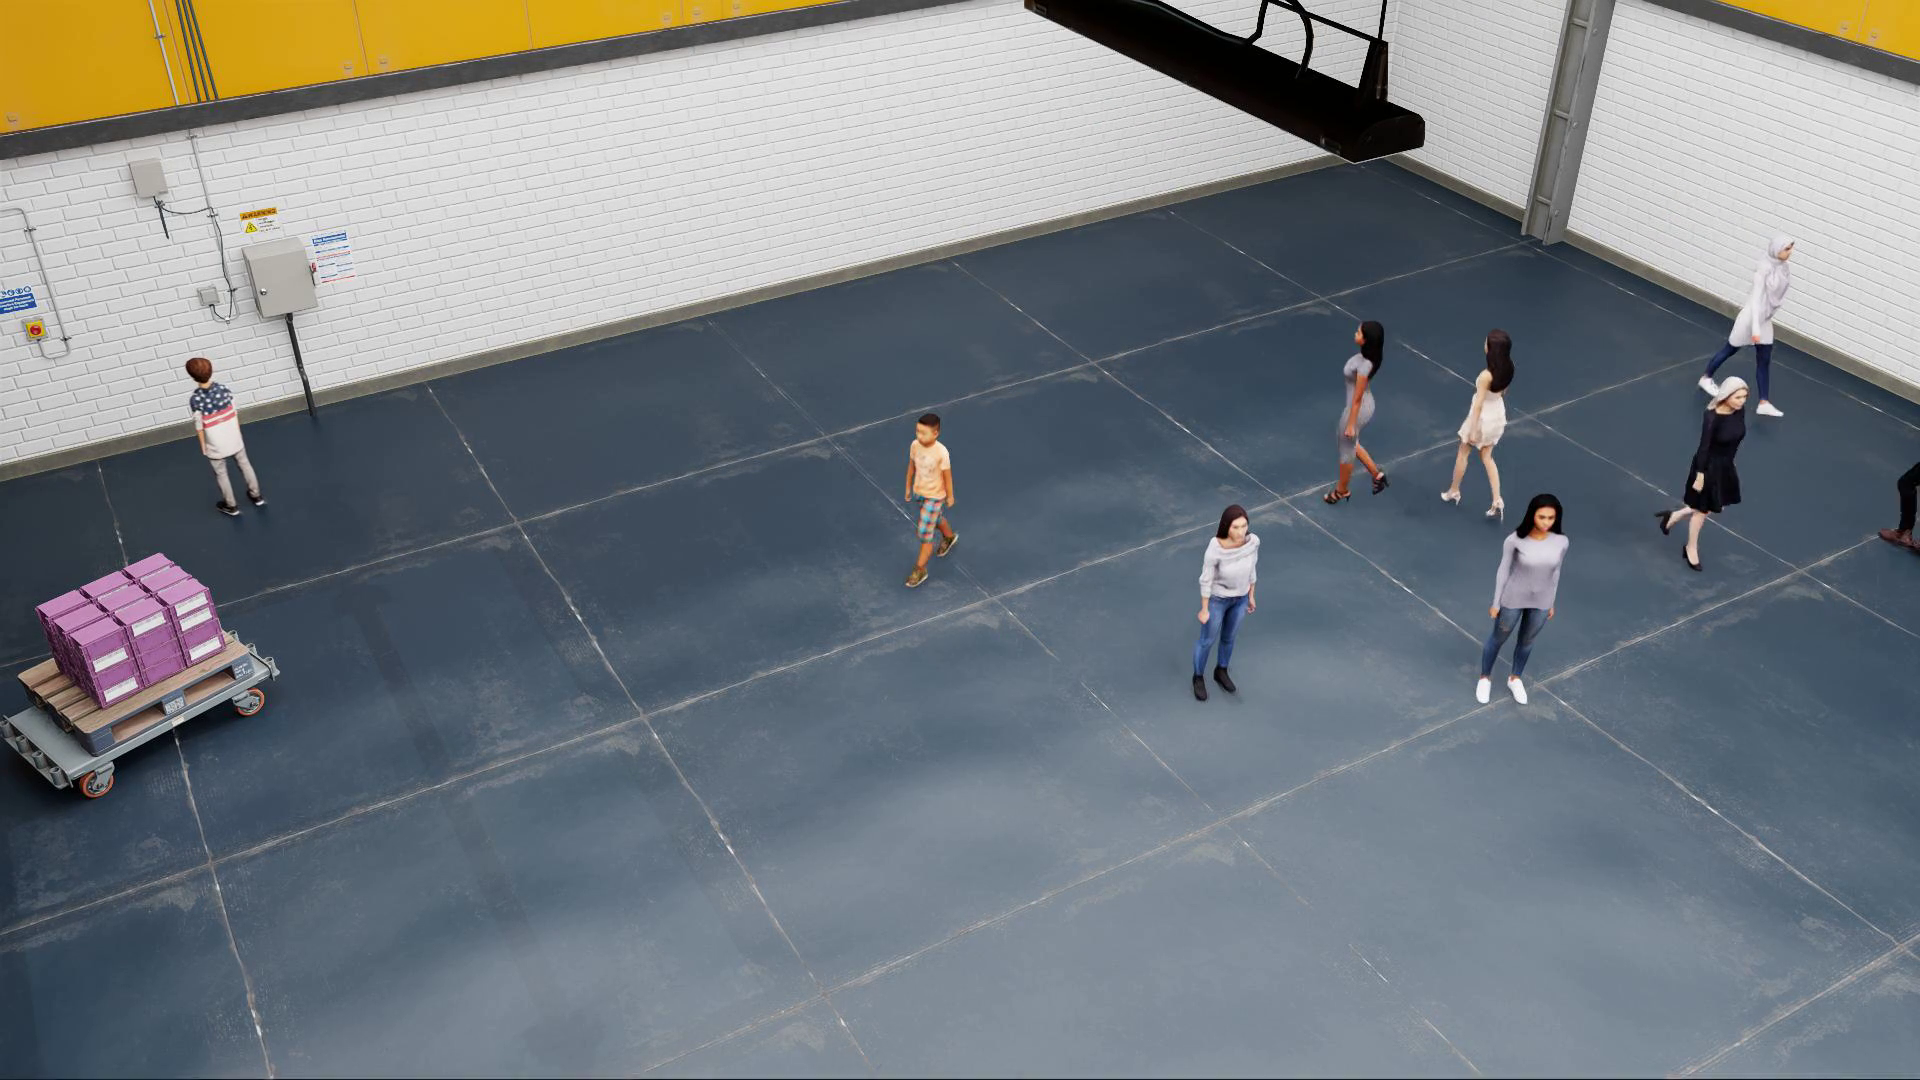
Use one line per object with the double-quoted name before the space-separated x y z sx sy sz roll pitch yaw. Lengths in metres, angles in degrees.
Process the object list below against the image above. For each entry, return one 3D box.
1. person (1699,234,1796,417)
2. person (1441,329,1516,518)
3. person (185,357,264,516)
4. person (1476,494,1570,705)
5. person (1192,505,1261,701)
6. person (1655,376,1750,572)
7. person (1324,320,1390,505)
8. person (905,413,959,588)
"person" 7.381 -2.052 15.624 0.683 1.727 1.152 -15 36 -21
"person" 4.480 -0.948 13.973 0.581 1.716 0.827 -20 39 -27
"person" -6.289 -0.901 14.157 0.593 1.435 0.587 27 42 35
"person" 4.039 0.417 11.903 0.689 1.734 0.695 0 34 1
"person" 1.903 0.432 11.975 0.628 1.631 0.544 -13 36 -19
"person" 5.979 -0.575 13.397 0.603 1.732 0.781 -18 38 -25
"person" 3.441 -1.034 14.052 0.890 1.771 0.807 14 36 21
"person" -0.196 -0.396 13.396 0.996 1.437 0.850 24 40 31
